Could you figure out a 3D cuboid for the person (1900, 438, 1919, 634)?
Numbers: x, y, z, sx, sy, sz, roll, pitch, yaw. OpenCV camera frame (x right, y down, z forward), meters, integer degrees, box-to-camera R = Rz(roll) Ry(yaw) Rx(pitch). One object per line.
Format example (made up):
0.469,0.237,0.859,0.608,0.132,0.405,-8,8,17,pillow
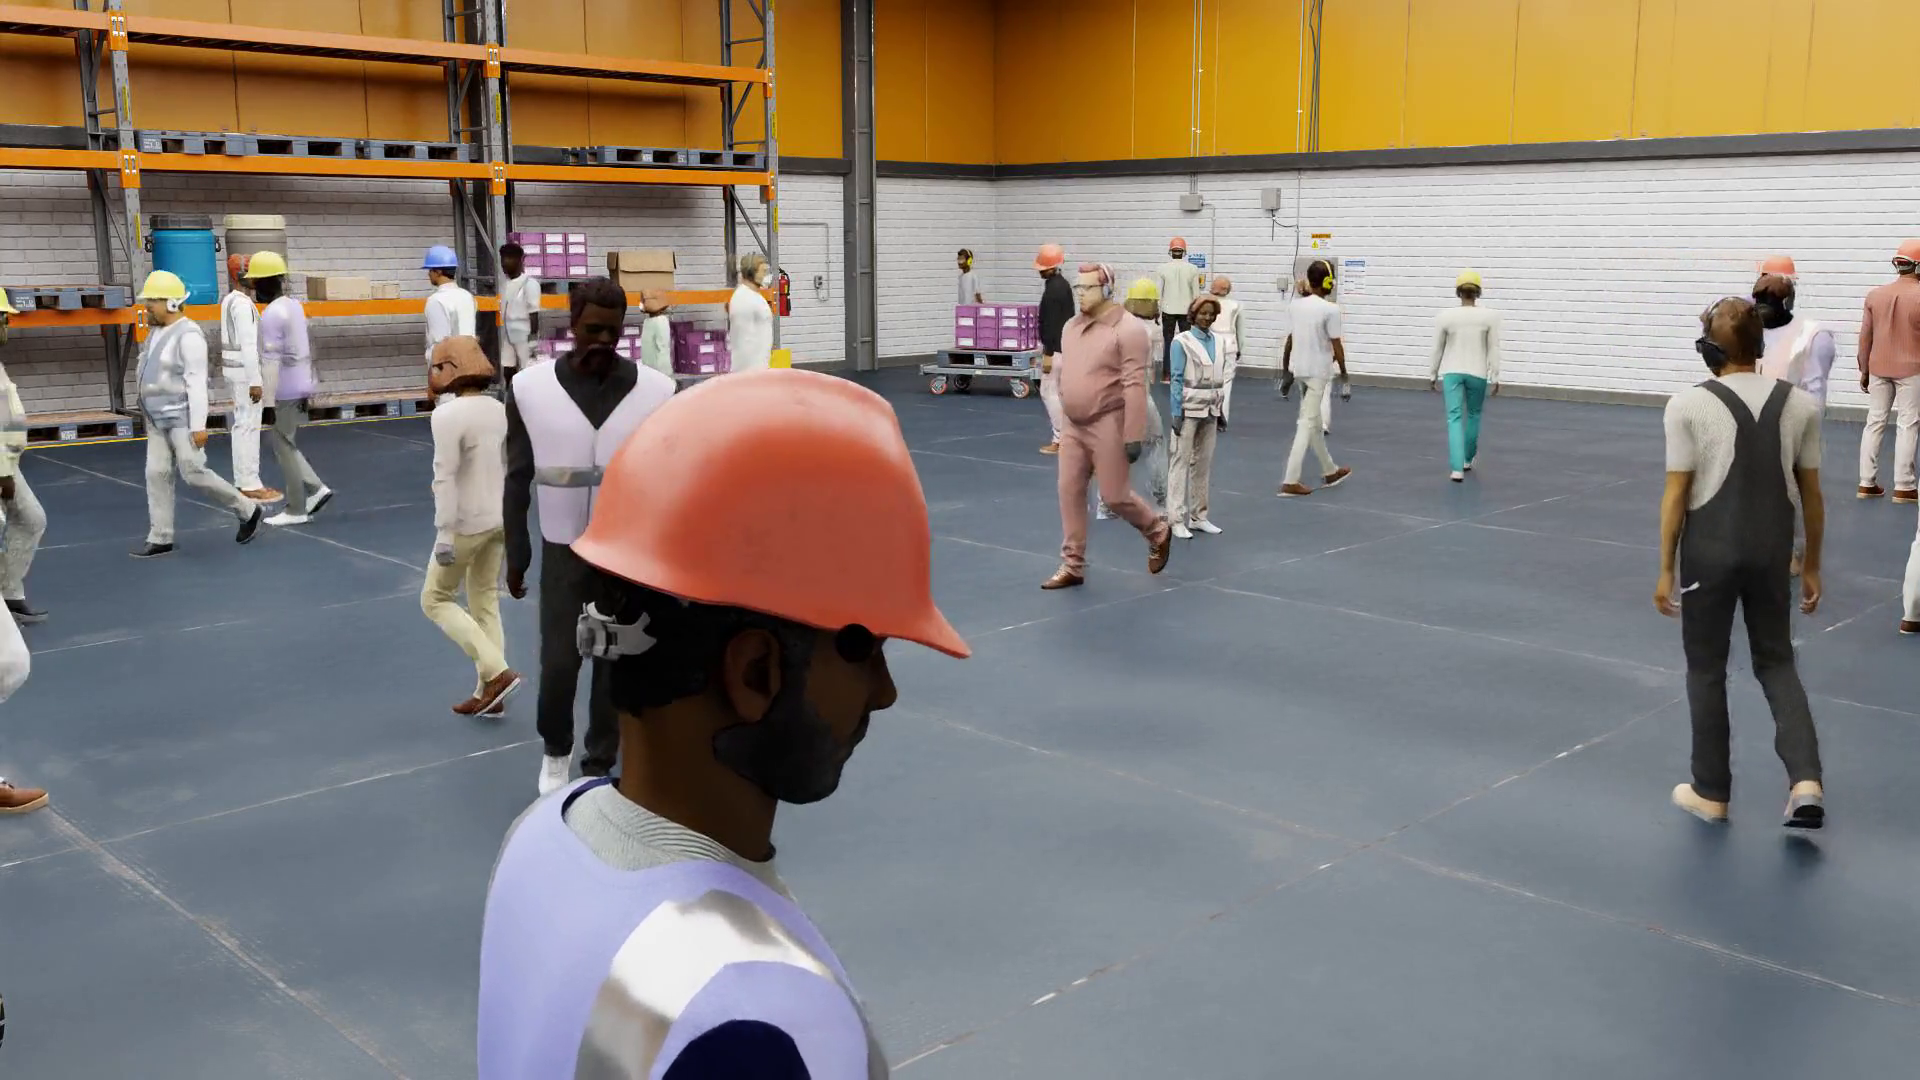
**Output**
4.968,-0.292,8.274,0.281,1.624,0.494,-3,11,-18,person

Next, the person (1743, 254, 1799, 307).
6.677,-1.476,14.072,0.563,1.876,1.008,-8,13,-36,person

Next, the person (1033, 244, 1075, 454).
0.924,-1.780,15.559,0.366,1.947,0.836,4,11,19,person

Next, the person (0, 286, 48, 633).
-4.864,-0.407,8.383,0.532,1.810,0.615,-5,12,-26,person

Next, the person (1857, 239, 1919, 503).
7.167,-1.284,12.669,0.389,1.992,0.625,-6,12,-30,person

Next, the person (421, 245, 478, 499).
-3.921,-1.287,12.817,0.404,1.945,0.615,2,11,10,person

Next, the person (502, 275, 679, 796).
-1.270,0.031,5.802,0.608,1.890,0.467,-3,11,-18,person

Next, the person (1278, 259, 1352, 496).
2.856,-1.273,13.069,0.942,1.827,0.551,-6,12,-31,person

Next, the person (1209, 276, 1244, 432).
2.710,-1.953,17.415,0.501,1.598,0.828,1,10,8,person

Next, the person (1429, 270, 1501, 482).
4.206,-1.381,13.905,0.551,1.721,0.870,2,11,11,person

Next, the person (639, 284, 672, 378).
-2.605,-1.441,14.603,0.795,1.605,0.507,-6,12,-29,person

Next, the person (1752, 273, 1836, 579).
4.676,-0.623,9.577,0.833,1.813,0.626,-10,14,-43,person

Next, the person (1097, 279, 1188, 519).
1.316,-1.001,11.912,0.797,1.711,0.499,-6,12,-29,person

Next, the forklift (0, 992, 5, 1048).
-3.245,0.323,3.363,2.313,2.155,1.214,2,11,13,forklift

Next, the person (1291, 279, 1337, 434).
3.659,-1.894,17.139,0.534,1.578,0.872,0,10,2,person

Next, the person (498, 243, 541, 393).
-4.559,-2.141,17.456,0.615,1.948,0.696,7,13,35,person

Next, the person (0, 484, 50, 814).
-3.398,0.064,5.665,0.417,1.868,0.612,-5,11,-24,person

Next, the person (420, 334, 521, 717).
-2.048,-0.042,6.922,0.346,1.614,0.522,3,11,17,person

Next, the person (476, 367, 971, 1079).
-0.176,0.828,1.342,0.388,1.926,0.546,-6,12,-29,person

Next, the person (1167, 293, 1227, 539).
1.600,-0.834,11.198,0.515,1.636,0.314,-9,13,-39,person

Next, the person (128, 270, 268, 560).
-4.887,-0.797,10.534,0.599,1.810,0.779,9,14,41,person

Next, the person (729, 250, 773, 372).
-1.686,-1.291,12.962,0.864,1.913,0.640,1,10,4,person

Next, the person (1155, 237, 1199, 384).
2.952,-3.121,22.687,0.612,1.995,0.392,0,10,1,person

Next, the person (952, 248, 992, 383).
0.202,-3.075,22.863,0.579,1.854,0.501,-6,12,-29,person

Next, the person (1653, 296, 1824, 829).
2.654,0.101,5.616,0.534,1.821,0.611,0,10,1,person

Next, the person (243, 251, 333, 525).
-4.726,-1.042,11.564,0.406,1.912,0.624,-1,10,-6,person

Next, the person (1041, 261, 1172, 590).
0.849,-0.661,9.602,0.796,1.881,0.651,-9,14,-40,person

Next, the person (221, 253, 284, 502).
-5.426,-1.228,12.668,0.337,1.882,0.585,-6,12,-31,person
